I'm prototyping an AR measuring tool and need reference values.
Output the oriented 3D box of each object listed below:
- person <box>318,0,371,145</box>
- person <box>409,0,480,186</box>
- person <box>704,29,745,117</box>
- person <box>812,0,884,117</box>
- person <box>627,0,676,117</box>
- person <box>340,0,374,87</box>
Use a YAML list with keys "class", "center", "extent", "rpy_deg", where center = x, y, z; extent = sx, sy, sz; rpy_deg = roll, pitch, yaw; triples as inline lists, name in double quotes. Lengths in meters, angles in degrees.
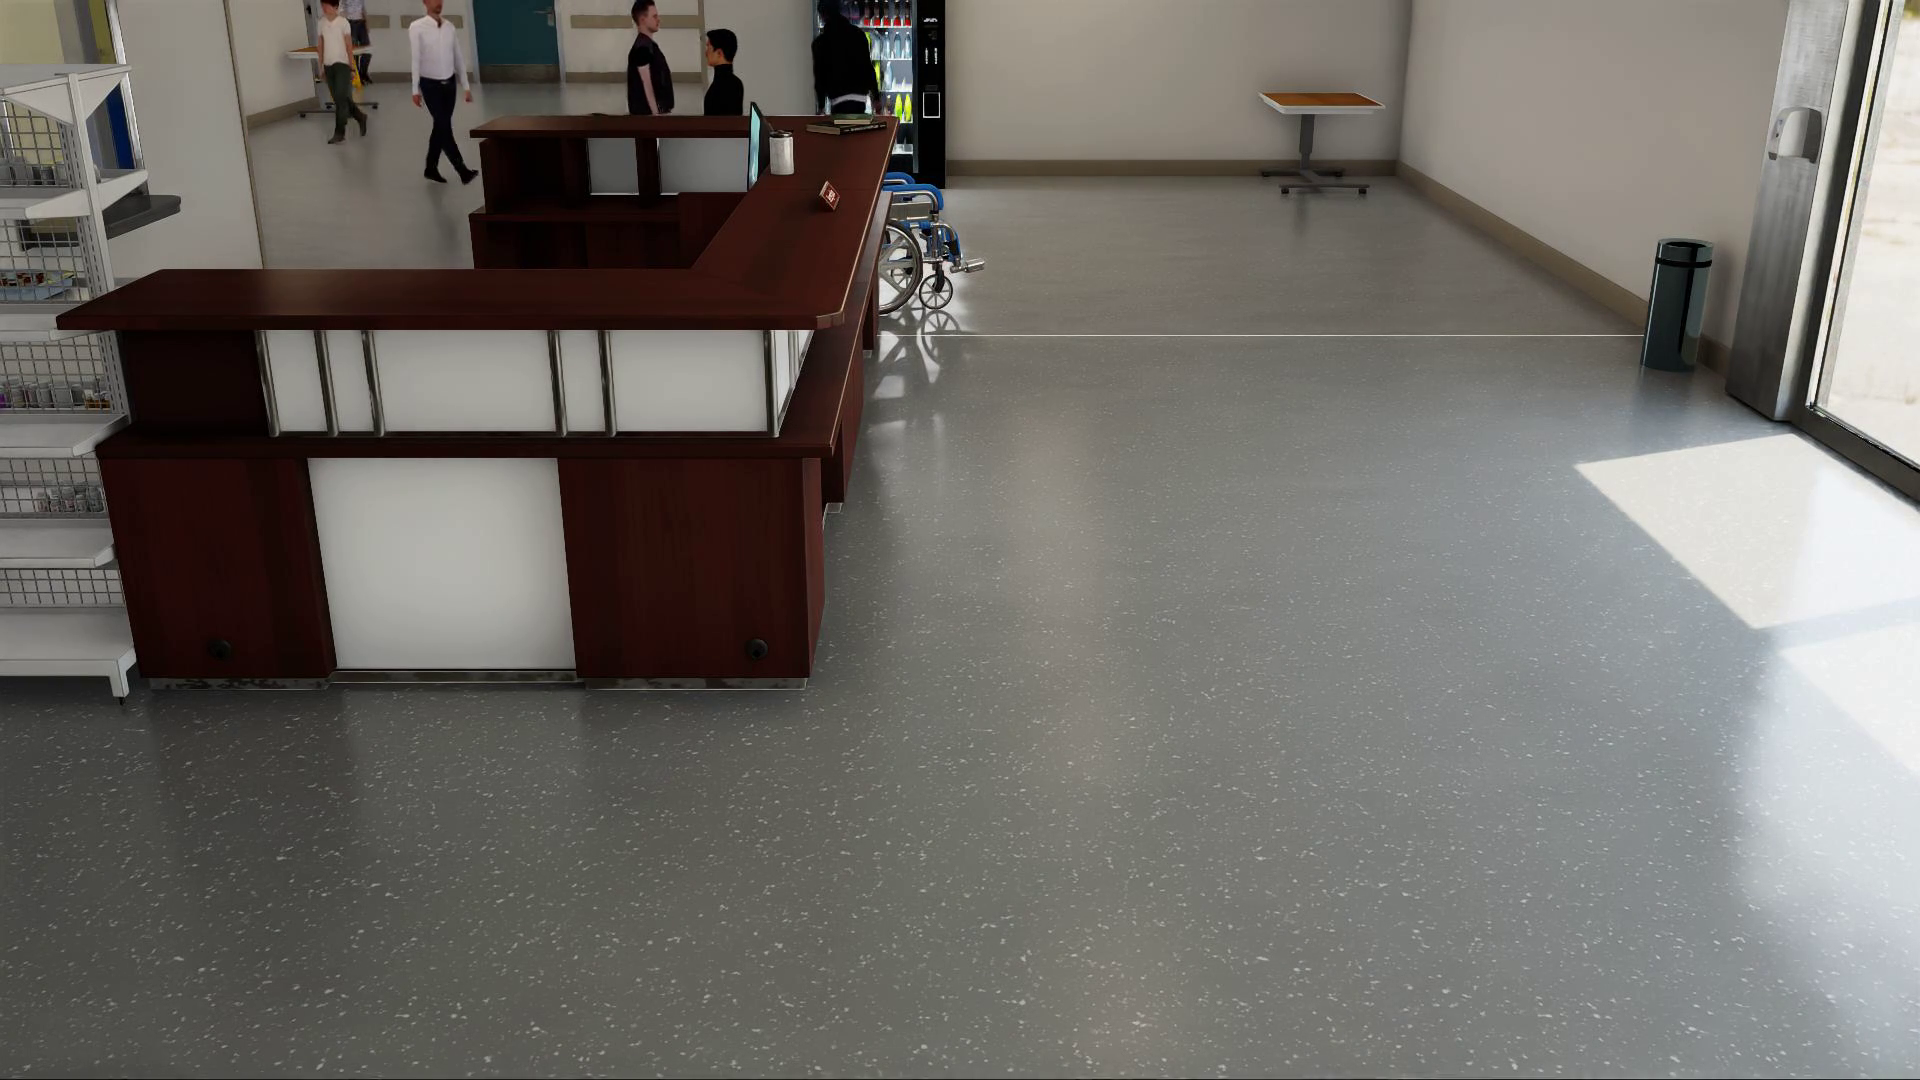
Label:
- class: "person"
  center: [-6.925, -5.283, 18.665]
  extent: [1.059, 1.628, 0.810]
  rpy_deg: [5, 21, 13]
- class: "person"
  center: [-4.965, -4.256, 15.672]
  extent: [1.250, 1.827, 1.147]
  rpy_deg: [18, 27, 39]
- class: "person"
  center: [-1.656, -2.719, 11.762]
  extent: [0.524, 1.723, 0.637]
  rpy_deg: [0, 21, 1]
- class: "person"
  center: [-0.962, -3.915, 14.851]
  extent: [1.004, 1.771, 1.019]
  rpy_deg: [-5, 21, -14]
- class: "person"
  center: [-2.597, -3.388, 13.417]
  extent: [1.176, 1.801, 0.702]
  rpy_deg: [1, 21, 3]
- class: "person"
  center: [-8.998, -7.582, 24.614]
  extent: [0.811, 1.713, 0.754]
  rpy_deg: [16, 26, 37]
